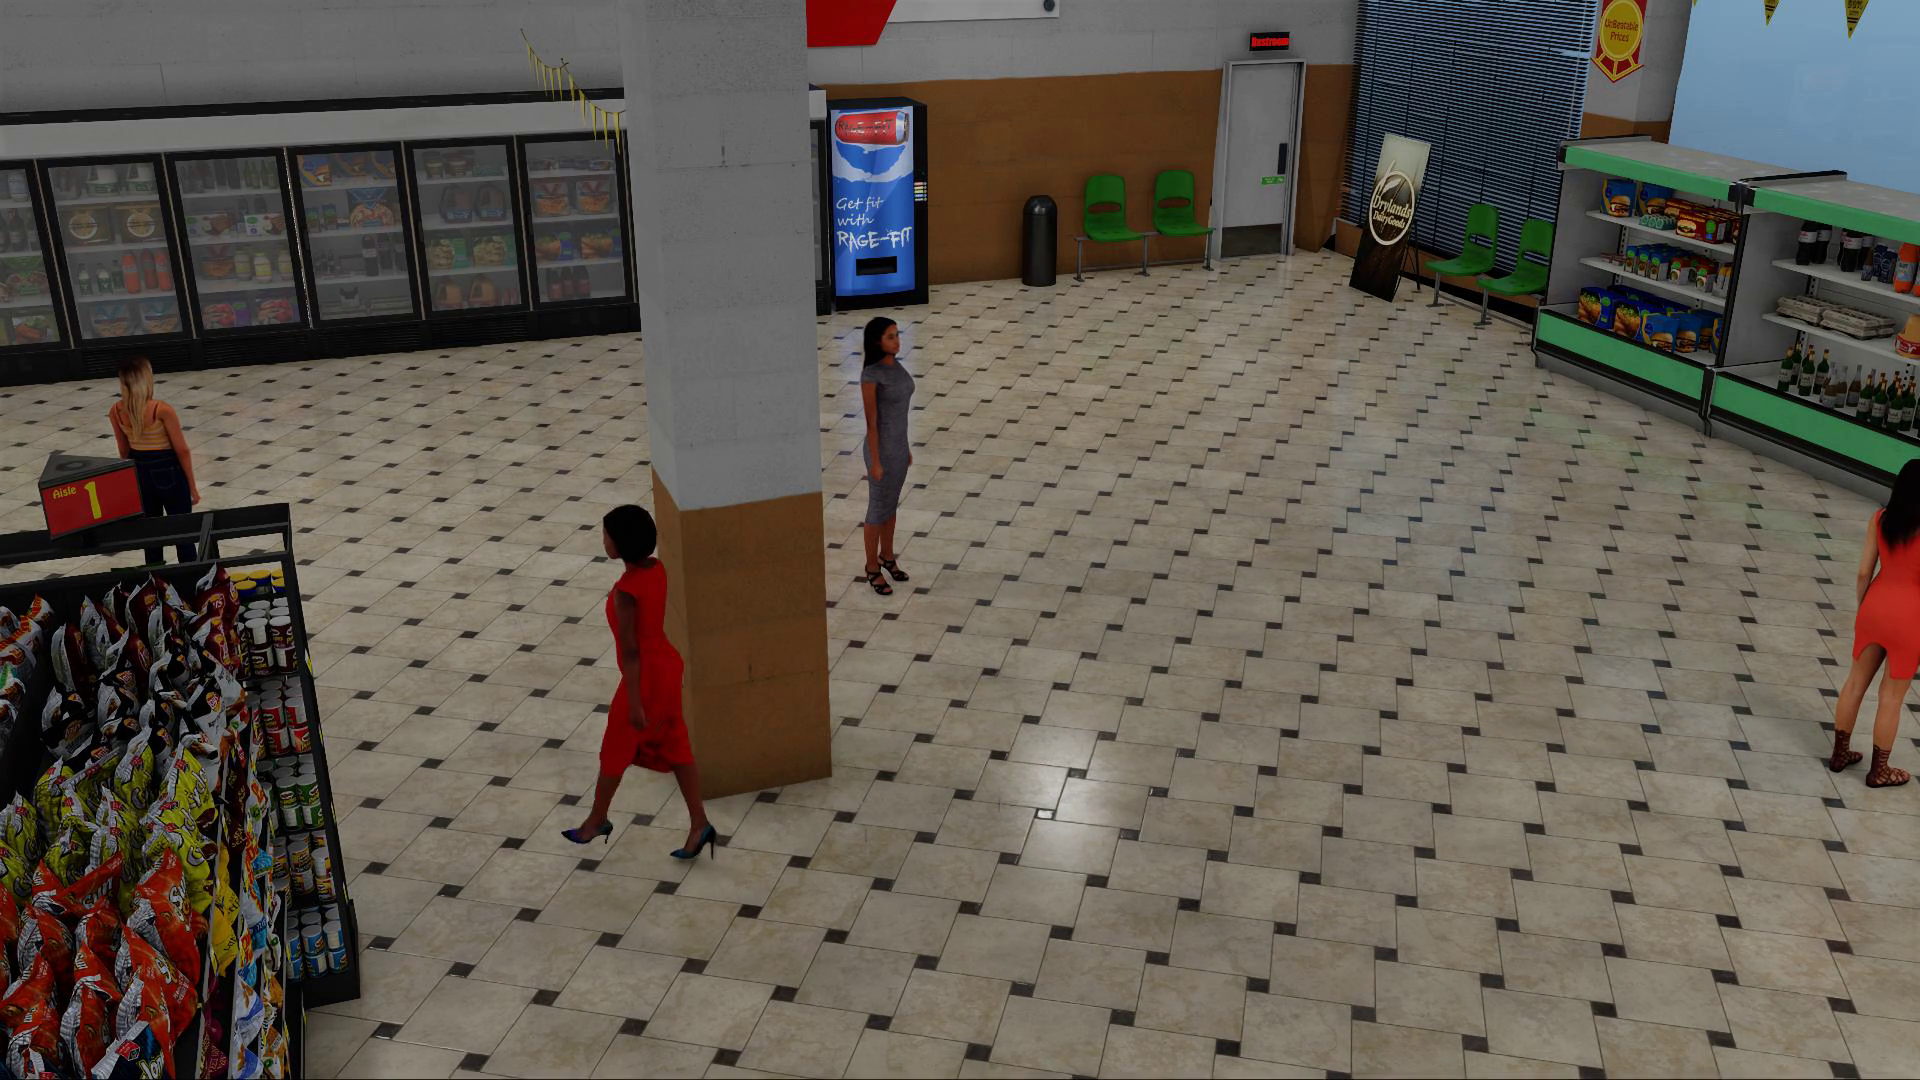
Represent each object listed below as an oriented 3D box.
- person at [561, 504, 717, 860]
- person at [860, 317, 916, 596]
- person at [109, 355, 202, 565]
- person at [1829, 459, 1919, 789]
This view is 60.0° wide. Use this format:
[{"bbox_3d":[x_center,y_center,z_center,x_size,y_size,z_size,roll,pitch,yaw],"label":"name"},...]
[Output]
[{"bbox_3d":[-1.323,0.692,7.570,0.978,1.714,1.012,4,22,10],"label":"person"},{"bbox_3d":[-0.478,-0.541,10.549,0.712,1.781,0.659,11,24,25],"label":"person"},{"bbox_3d":[-4.951,-0.348,10.271,0.632,1.629,0.622,0,22,0],"label":"person"},{"bbox_3d":[4.630,0.413,8.258,0.678,1.719,0.514,-12,25,-27],"label":"person"}]
